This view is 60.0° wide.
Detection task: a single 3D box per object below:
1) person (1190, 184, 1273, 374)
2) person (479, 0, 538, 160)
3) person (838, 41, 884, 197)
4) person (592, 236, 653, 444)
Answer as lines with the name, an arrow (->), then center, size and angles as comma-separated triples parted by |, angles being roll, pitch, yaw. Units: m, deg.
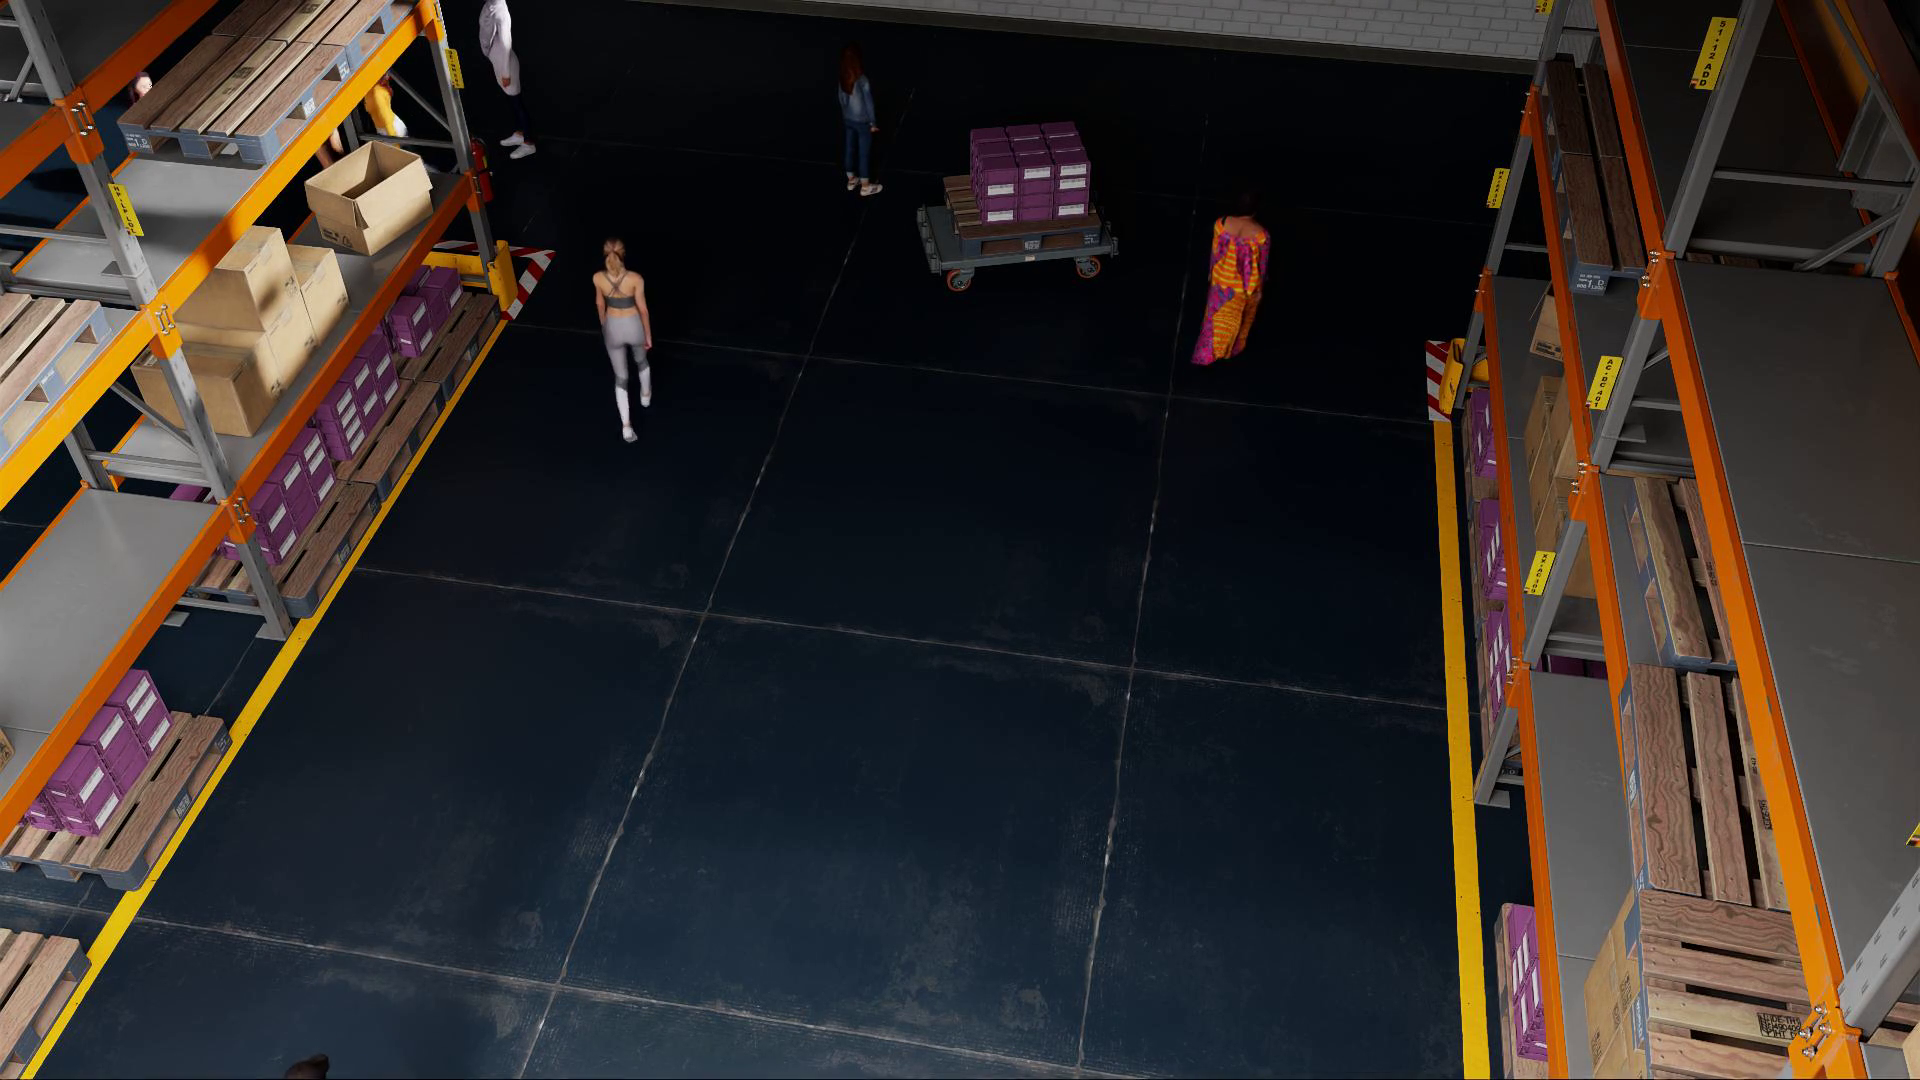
person -> 2.160, -2.056, 13.138 | 0.829, 1.669, 1.119 | 19, 47, 19
person -> -4.252, -4.447, 15.570 | 0.750, 1.776, 0.662 | -20, 47, -19
person -> -0.940, -3.839, 15.148 | 0.642, 1.477, 0.663 | 34, 53, 30
person -> -2.540, -1.501, 12.550 | 0.748, 1.676, 1.150 | -3, 44, -3
